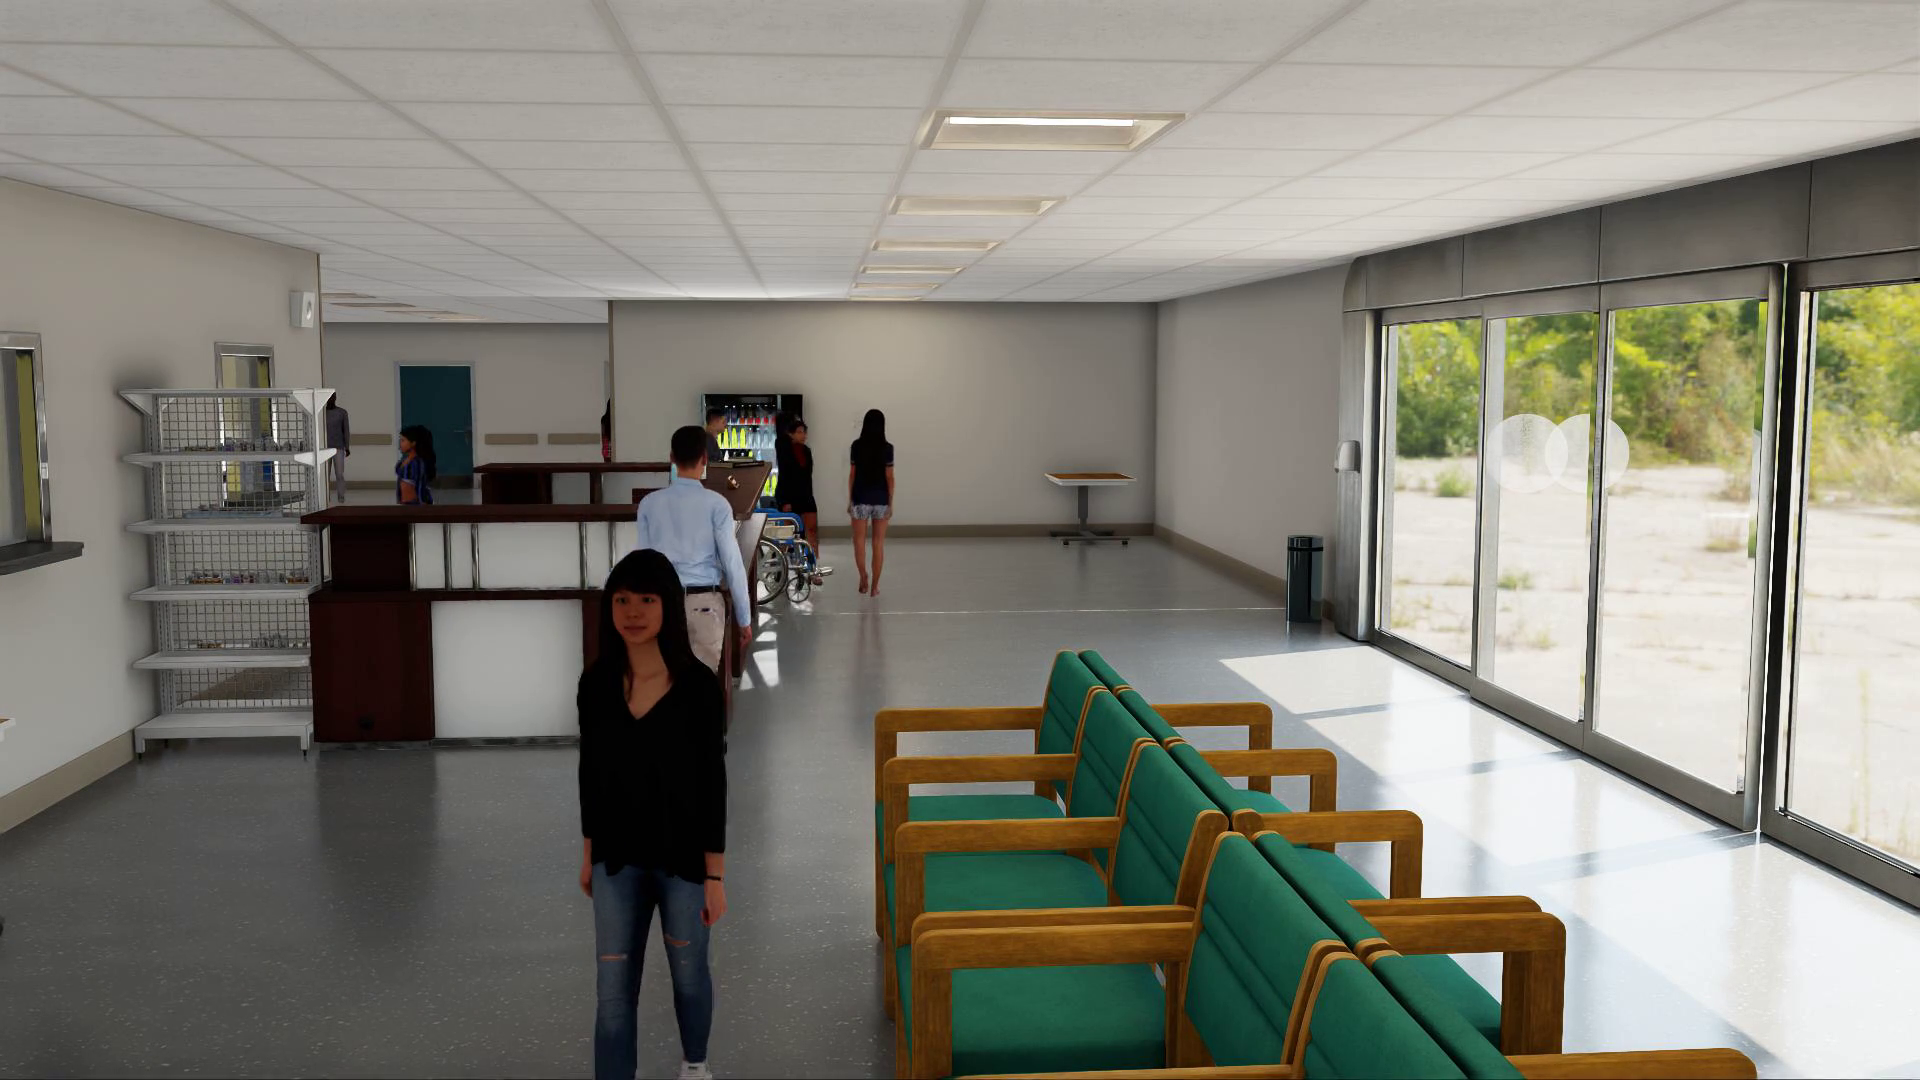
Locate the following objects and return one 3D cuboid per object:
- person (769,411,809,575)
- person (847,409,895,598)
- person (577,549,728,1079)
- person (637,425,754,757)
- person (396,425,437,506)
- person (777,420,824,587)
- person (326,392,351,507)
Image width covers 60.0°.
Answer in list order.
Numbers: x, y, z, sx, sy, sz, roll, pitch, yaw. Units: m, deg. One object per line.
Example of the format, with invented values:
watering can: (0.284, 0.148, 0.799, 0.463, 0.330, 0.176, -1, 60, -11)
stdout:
person: (-1.781, -0.455, 17.011, 0.835, 1.683, 0.902, 5, 8, 43)
person: (-0.828, -0.310, 15.245, 0.860, 1.749, 0.678, 0, 6, -2)
person: (-0.792, 0.847, 4.475, 1.030, 1.602, 0.751, 0, 6, 3)
person: (-1.310, 0.404, 7.911, 1.223, 1.796, 0.955, 1, 6, 11)
person: (-5.018, -0.255, 15.505, 1.128, 1.587, 0.972, -5, 7, -38)
person: (-1.644, -0.343, 16.206, 0.811, 1.621, 0.817, -4, 7, -31)
person: (-9.708, -1.409, 25.718, 0.554, 1.839, 0.784, -2, 6, -16)
